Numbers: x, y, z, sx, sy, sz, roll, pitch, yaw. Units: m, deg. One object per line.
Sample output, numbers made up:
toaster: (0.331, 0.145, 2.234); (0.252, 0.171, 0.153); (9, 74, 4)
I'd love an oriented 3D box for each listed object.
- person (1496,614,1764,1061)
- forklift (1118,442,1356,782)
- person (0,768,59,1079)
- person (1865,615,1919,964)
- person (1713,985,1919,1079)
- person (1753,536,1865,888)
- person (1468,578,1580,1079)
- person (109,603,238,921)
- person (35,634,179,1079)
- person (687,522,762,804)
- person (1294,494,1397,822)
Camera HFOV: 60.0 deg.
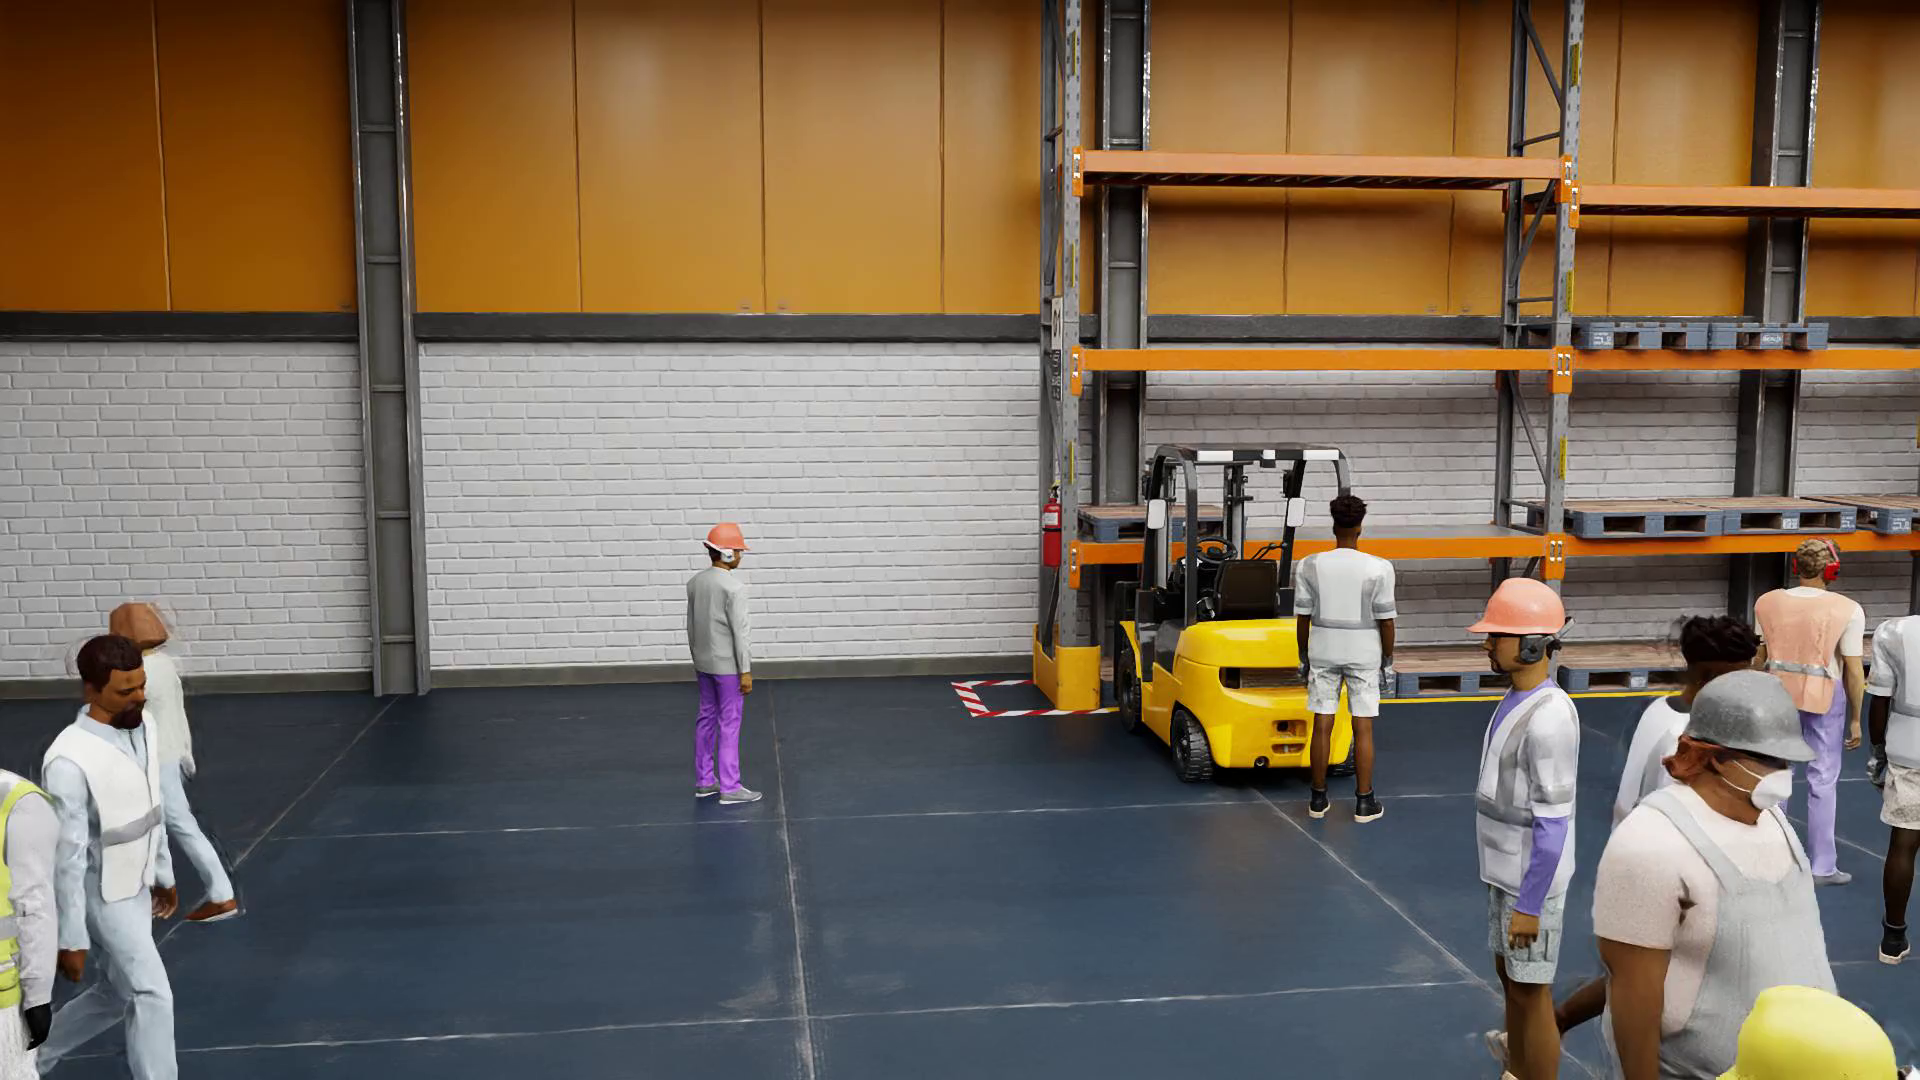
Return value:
person: (2.371, 1.193, 5.867); (0.752, 1.930, 0.640); (1, 7, 10)
forklift: (1.912, 0.418, 11.496); (1.214, 2.155, 2.313); (-1, 7, -8)
person: (-2.995, 1.350, 4.935); (0.636, 1.830, 0.429); (0, 7, 1)
person: (4.444, 0.983, 7.535); (0.613, 1.965, 0.361); (6, 9, 42)
person: (1.511, 1.623, 2.738); (0.799, 1.787, 0.602); (3, 7, 25)
person: (4.456, 0.902, 8.769); (0.390, 1.846, 0.564); (-5, 8, -39)
person: (1.931, 1.146, 5.775); (0.372, 2.044, 0.607); (1, 7, 7)
person: (-3.980, 1.099, 8.163); (0.851, 1.582, 0.507); (-1, 7, -9)
person: (-3.011, 1.236, 5.746); (0.804, 1.878, 0.621); (-1, 7, -8)
person: (-1.471, 0.760, 10.420); (0.345, 1.746, 0.573); (-6, 9, -43)
person: (2.307, 0.706, 9.965); (0.607, 1.966, 0.367); (3, 7, 24)
